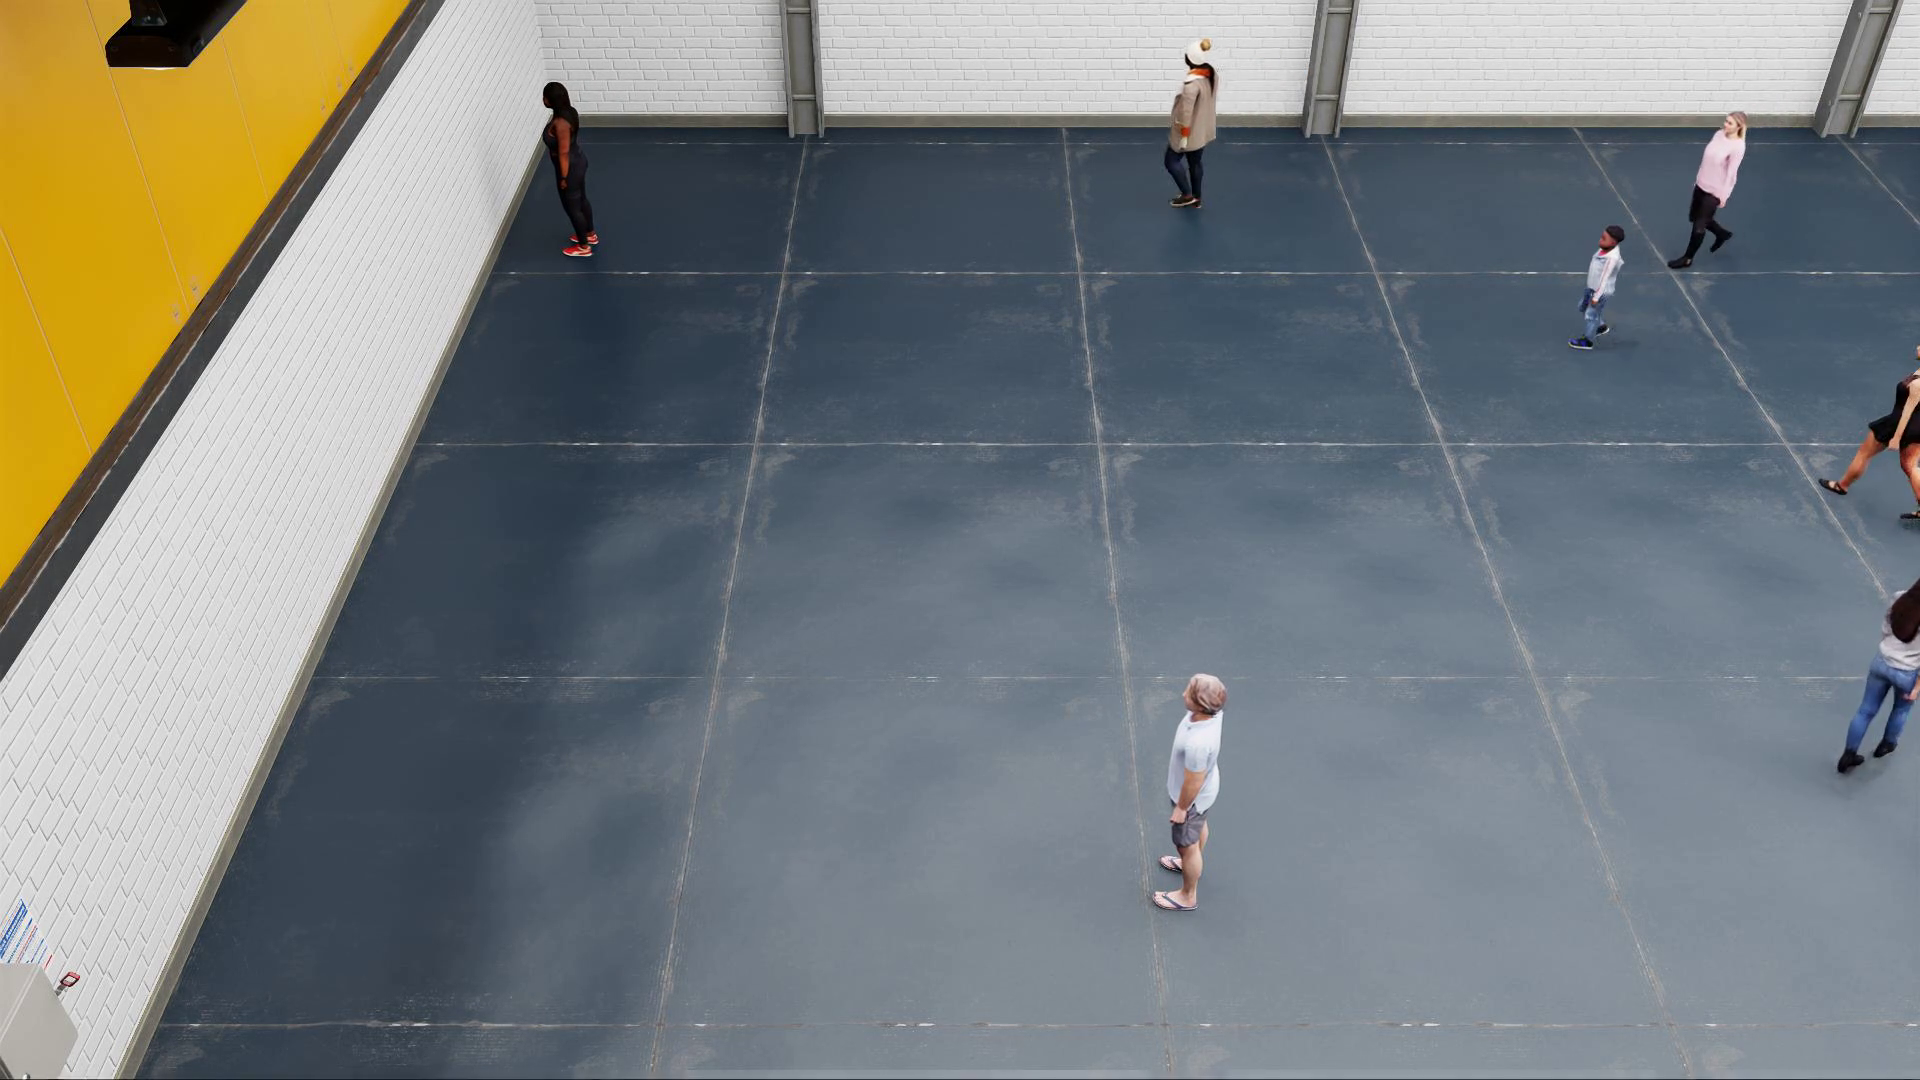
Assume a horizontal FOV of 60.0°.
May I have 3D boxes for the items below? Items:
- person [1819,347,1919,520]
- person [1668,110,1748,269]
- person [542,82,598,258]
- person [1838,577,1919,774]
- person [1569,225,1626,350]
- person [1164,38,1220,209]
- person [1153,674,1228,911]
[{"bbox_3d":[7.584,-0.853,13.224,1.099,1.635,1.106,-28,46,-30],"label":"person"},{"bbox_3d":[7.530,-3.483,16.485,0.960,1.676,0.711,-7,39,-9],"label":"person"},{"bbox_3d":[-3.906,-3.730,16.683,0.595,1.815,0.636,-1,39,-1],"label":"person"},{"bbox_3d":[6.188,0.911,11.050,0.903,1.592,0.814,-16,41,-19],"label":"person"},{"bbox_3d":[5.980,-2.334,15.386,0.585,1.251,0.502,3,39,3],"label":"person"},{"bbox_3d":[2.503,-4.299,17.344,0.865,1.877,0.827,26,45,29],"label":"person"},{"bbox_3d":[1.424,1.517,10.100,0.647,1.831,0.716,10,40,12],"label":"person"}]
